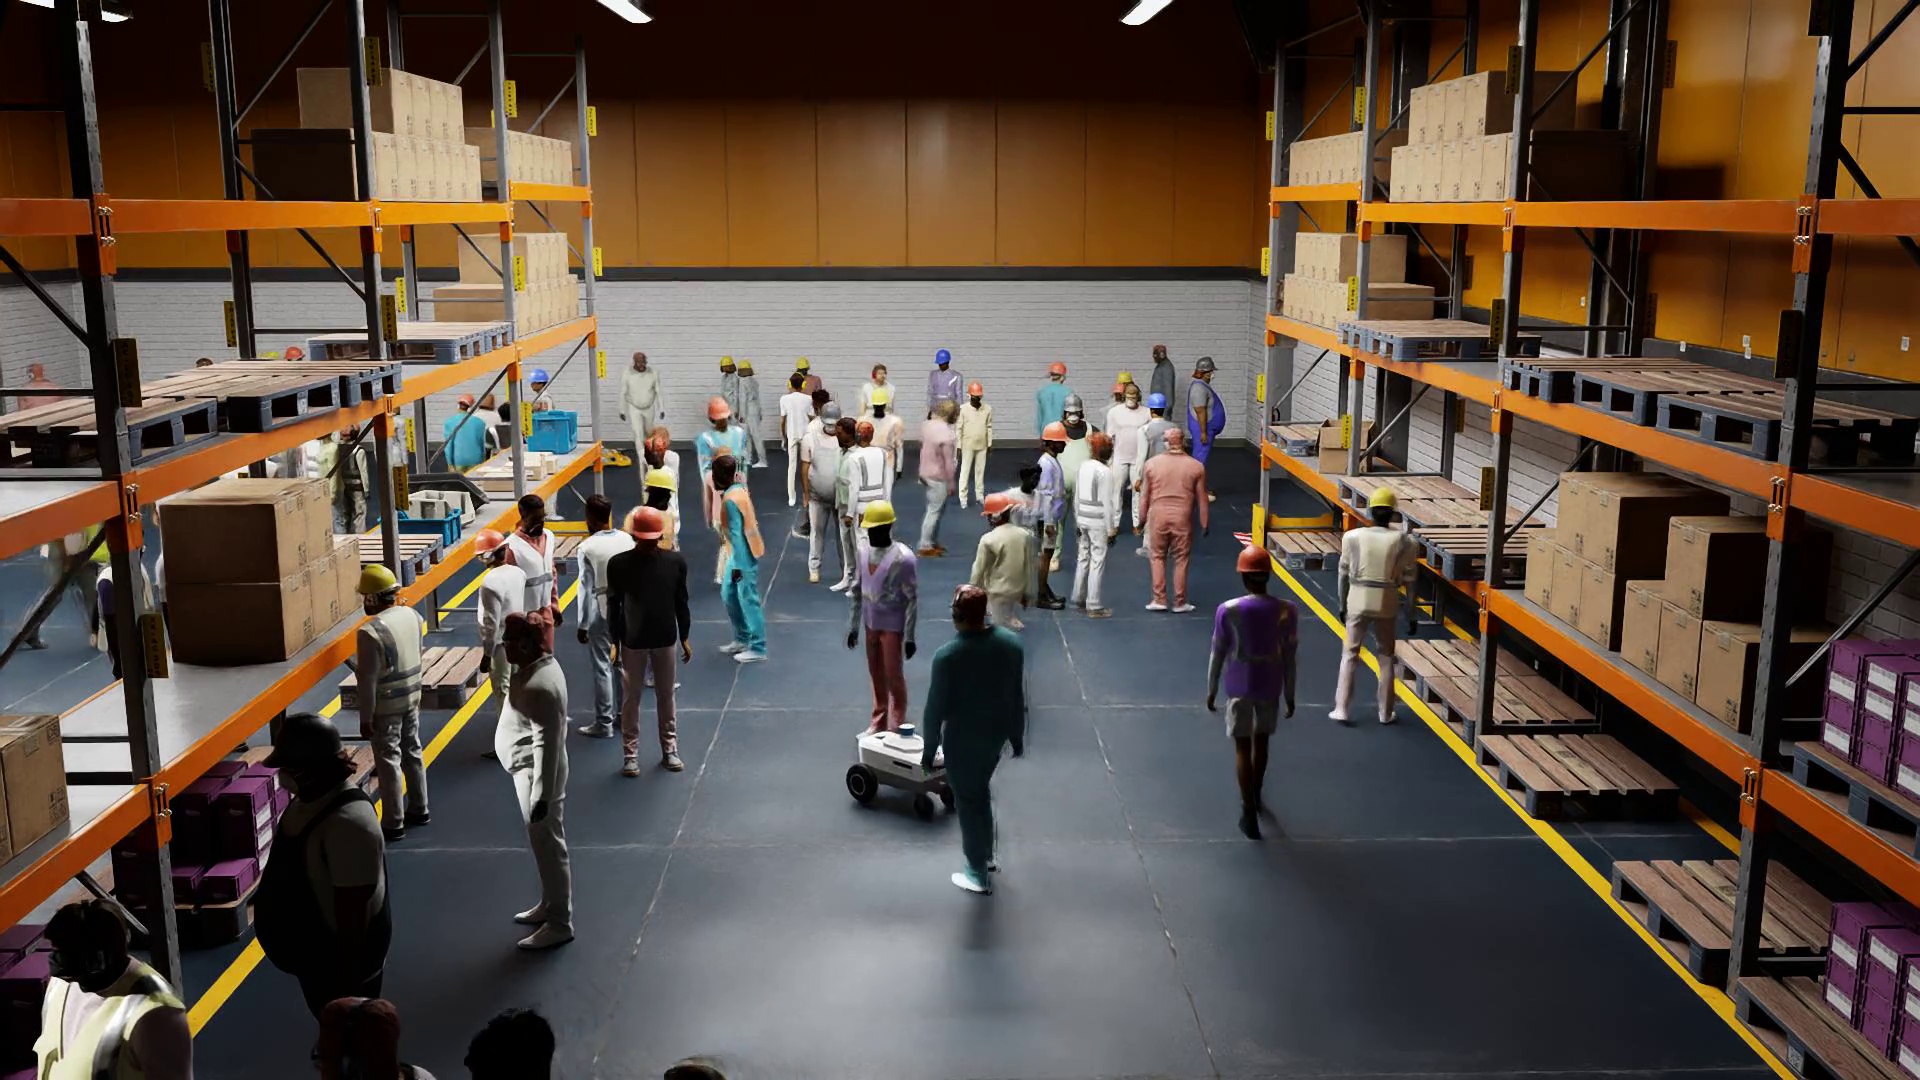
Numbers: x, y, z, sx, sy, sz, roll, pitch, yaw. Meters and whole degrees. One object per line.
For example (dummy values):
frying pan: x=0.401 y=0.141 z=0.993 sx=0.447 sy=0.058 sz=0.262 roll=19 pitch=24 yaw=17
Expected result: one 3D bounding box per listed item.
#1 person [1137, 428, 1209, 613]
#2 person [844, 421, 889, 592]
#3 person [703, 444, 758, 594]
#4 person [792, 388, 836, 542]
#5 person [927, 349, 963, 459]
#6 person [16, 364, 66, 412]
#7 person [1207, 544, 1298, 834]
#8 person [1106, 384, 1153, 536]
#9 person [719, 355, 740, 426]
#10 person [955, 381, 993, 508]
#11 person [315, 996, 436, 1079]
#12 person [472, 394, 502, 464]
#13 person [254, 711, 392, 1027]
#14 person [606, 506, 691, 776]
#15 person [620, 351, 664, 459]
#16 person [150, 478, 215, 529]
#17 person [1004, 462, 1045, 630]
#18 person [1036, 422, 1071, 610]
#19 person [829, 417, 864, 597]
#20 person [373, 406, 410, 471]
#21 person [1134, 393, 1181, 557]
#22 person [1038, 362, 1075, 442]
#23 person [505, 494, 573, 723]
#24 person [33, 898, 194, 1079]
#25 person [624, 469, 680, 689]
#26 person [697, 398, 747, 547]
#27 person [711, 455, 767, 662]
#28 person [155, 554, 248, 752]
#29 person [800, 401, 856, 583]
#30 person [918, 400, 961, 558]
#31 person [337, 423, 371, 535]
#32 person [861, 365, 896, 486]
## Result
person: x=2.170 y=-0.191 z=16.992 sx=0.720 sy=1.889 sz=0.427 roll=2 pitch=11 yaw=8
person: x=-0.995 y=-0.332 z=17.694 sx=0.353 sy=1.883 sz=0.573 roll=9 pitch=14 yaw=38
person: x=-2.462 y=-0.213 z=17.776 sx=0.548 sy=1.619 sz=0.375 roll=6 pitch=13 yaw=28
person: x=-1.651 y=-0.917 z=20.574 sx=1.011 sy=1.909 sz=0.600 roll=11 pitch=16 yaw=44
person: x=-0.248 y=-2.008 z=25.960 sx=0.603 sy=1.938 sz=0.401 roll=5 pitch=12 yaw=23
person: x=-13.388 y=-1.641 z=24.305 sx=0.701 sy=1.861 sz=0.865 roll=-8 pitch=14 yaw=-34
person: x=1.945 y=0.968 z=11.133 sx=0.565 sy=1.901 sz=0.819 roll=0 pitch=11 yaw=-2
person: x=2.142 y=-1.007 z=20.957 sx=0.627 sy=1.934 sz=0.370 roll=1 pitch=11 yaw=5
person: x=-3.773 y=-2.146 z=27.169 sx=0.324 sy=1.737 sz=0.485 roll=-8 pitch=14 yaw=-35
person: x=0.209 y=-1.317 z=22.960 sx=0.573 sy=1.749 sz=0.343 roll=-5 pitch=12 yaw=-24
person: x=-1.677 y=2.226 z=4.826 sx=0.400 sy=1.905 sz=0.649 roll=-1 pitch=11 yaw=-5
person: x=-6.531 y=-1.228 z=22.931 sx=0.513 sy=1.575 sz=0.866 roll=-6 pitch=13 yaw=-27
person: x=-2.722 y=1.700 z=7.109 sx=0.536 sy=2.000 sz=0.684 roll=-9 pitch=14 yaw=-37
person: x=-2.261 y=0.727 z=12.125 sx=0.610 sy=1.986 sz=0.392 roll=-4 pitch=12 yaw=-20
person: x=-5.117 y=-2.118 z=26.698 sx=0.662 sy=1.872 sz=0.935 roll=-5 pitch=12 yaw=-22
person: x=-8.074 y=-0.336 z=17.317 sx=0.697 sy=2.000 sz=0.647 roll=0 pitch=11 yaw=1
person: x=0.580 y=0.033 z=16.414 sx=0.524 sy=1.645 sz=0.738 roll=-11 pitch=16 yaw=-44
person: x=0.961 y=-0.256 z=17.176 sx=0.369 sy=1.935 sz=0.552 roll=1 pitch=11 yaw=7
person: x=-1.150 y=-0.364 z=17.764 sx=0.376 sy=1.916 sz=0.600 roll=-7 pitch=13 yaw=-33
person: x=-7.359 y=-1.040 z=21.599 sx=0.493 sy=1.740 sz=0.325 roll=4 pitch=12 yaw=18
person: x=2.328 y=-0.768 z=19.712 sx=0.616 sy=1.946 sz=0.392 roll=-6 pitch=13 yaw=-29
person: x=1.387 y=-1.516 z=23.420 sx=0.638 sy=1.966 sz=0.654 roll=7 pitch=13 yaw=30
person: x=-3.377 y=0.572 z=13.118 sx=0.411 sy=1.907 sz=0.594 roll=4 pitch=12 yaw=21
person: x=-2.875 y=2.088 z=5.677 sx=0.624 sy=1.841 sz=0.429 roll=7 pitch=13 yaw=30
person: x=-2.663 y=0.348 z=14.262 sx=0.537 sy=1.893 sz=0.671 roll=6 pitch=13 yaw=28
person: x=-2.614 y=-0.595 z=18.691 sx=0.650 sy=2.010 sz=0.545 roll=-7 pitch=14 yaw=-33
person: x=-2.025 y=0.167 z=15.189 sx=0.517 sy=1.887 sz=0.593 roll=-1 pitch=11 yaw=-4
person: x=-5.670 y=0.671 z=12.457 sx=0.367 sy=1.965 sz=0.606 roll=6 pitch=13 yaw=28
person: x=-1.401 y=-0.535 z=18.316 sx=0.683 sy=2.000 sz=0.536 roll=-2 pitch=11 yaw=-8
person: x=-0.234 y=-0.708 z=19.571 sx=0.587 sy=1.888 sz=0.684 roll=-5 pitch=12 yaw=-23
person: x=-7.133 y=-0.580 z=19.549 sx=0.523 sy=1.639 sz=0.309 roll=6 pitch=13 yaw=28
person: x=-1.234 y=-1.742 z=24.982 sx=0.563 sy=1.803 sz=0.975 roll=-4 pitch=12 yaw=-20
